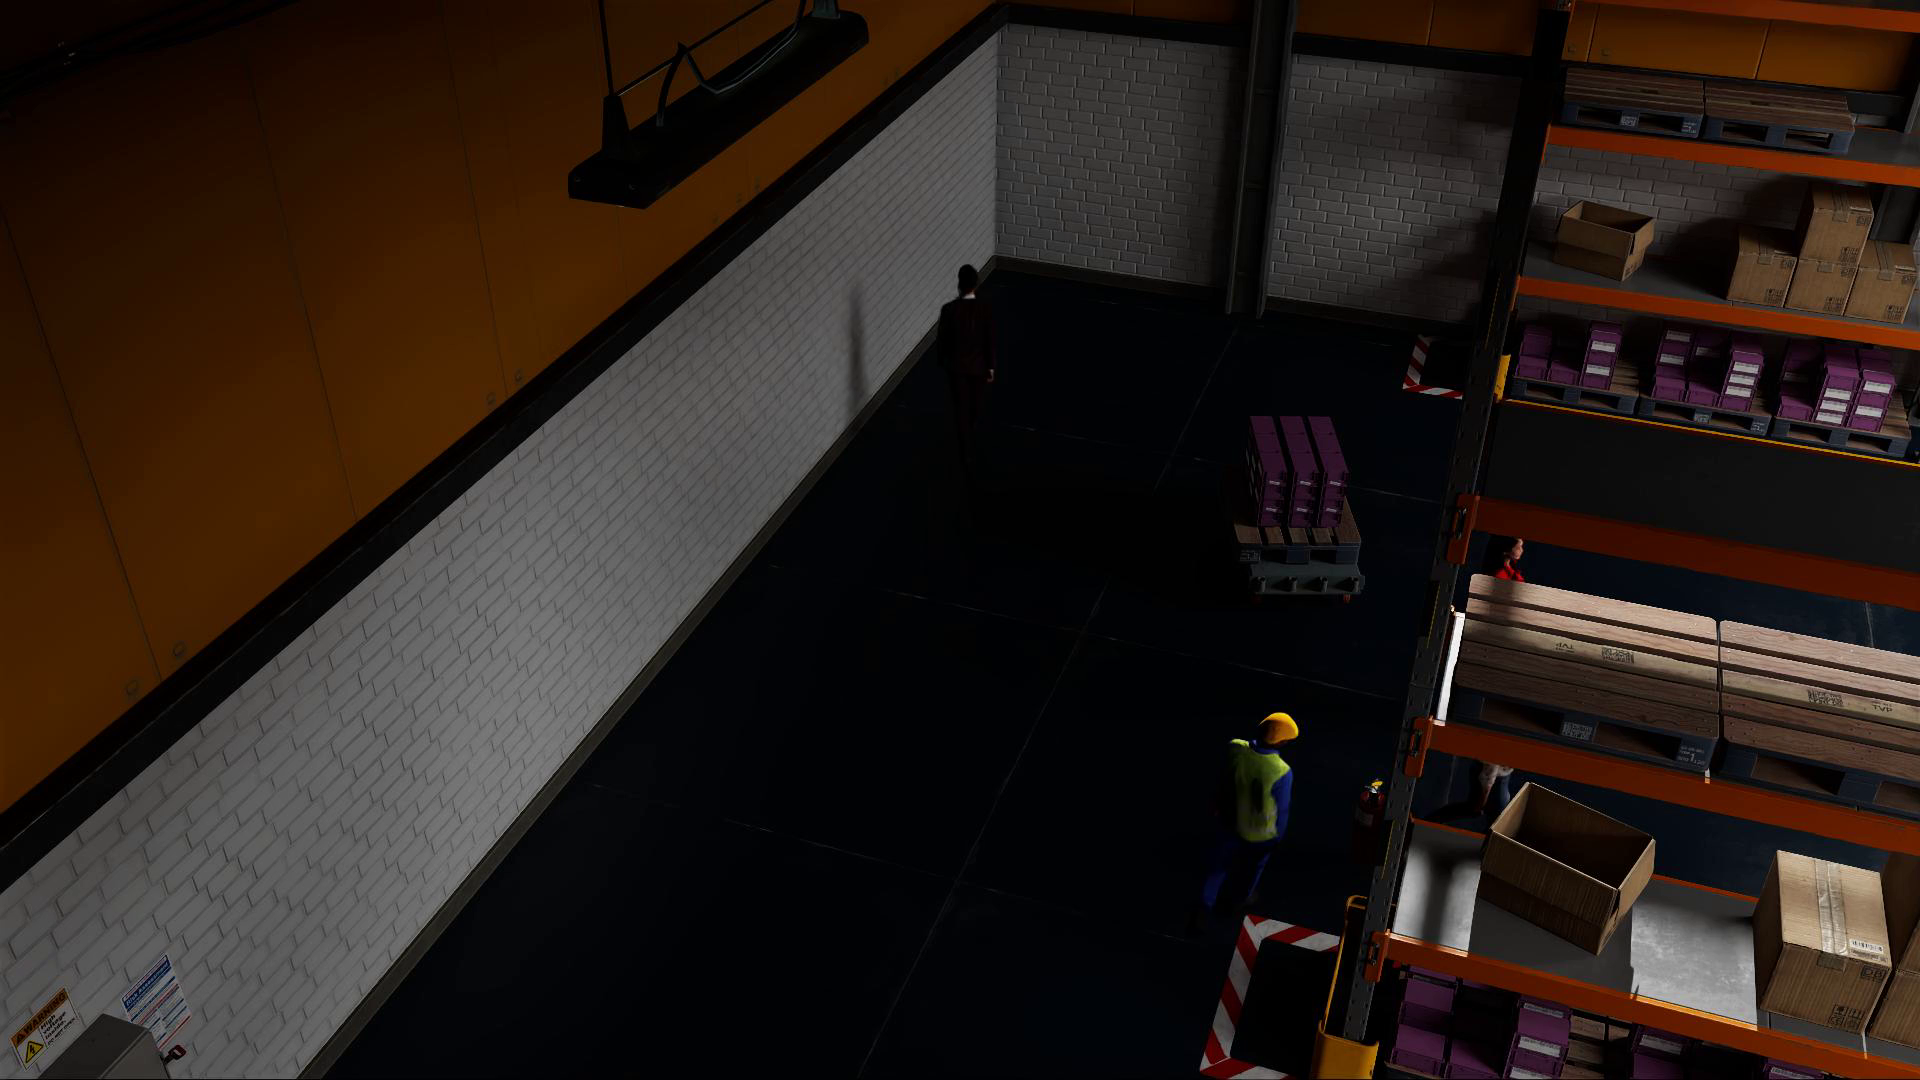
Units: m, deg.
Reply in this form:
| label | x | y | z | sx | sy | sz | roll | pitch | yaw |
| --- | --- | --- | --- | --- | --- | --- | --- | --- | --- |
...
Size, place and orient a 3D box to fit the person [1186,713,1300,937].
| label | x | y | z | sx | sy | sz | roll | pitch | yaw |
| --- | --- | --- | --- | --- | --- | --- | --- | --- | --- |
| person | 1.741 | 1.791 | 10.281 | 1.038 | 1.775 | 0.914 | 20 | 38 | 27 |

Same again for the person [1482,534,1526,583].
| label | x | y | z | sx | sy | sz | roll | pitch | yaw |
| --- | --- | --- | --- | --- | --- | --- | --- | --- | --- |
| person | 3.833 | 0.645 | 12.031 | 0.584 | 1.748 | 0.605 | 12 | 35 | 17 |

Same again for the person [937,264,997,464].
| label | x | y | z | sx | sy | sz | roll | pitch | yaw |
| --- | --- | --- | --- | --- | --- | --- | --- | --- | --- |
| person | 0.078 | -1.571 | 15.296 | 1.179 | 1.823 | 1.068 | -3 | 34 | -5 |
